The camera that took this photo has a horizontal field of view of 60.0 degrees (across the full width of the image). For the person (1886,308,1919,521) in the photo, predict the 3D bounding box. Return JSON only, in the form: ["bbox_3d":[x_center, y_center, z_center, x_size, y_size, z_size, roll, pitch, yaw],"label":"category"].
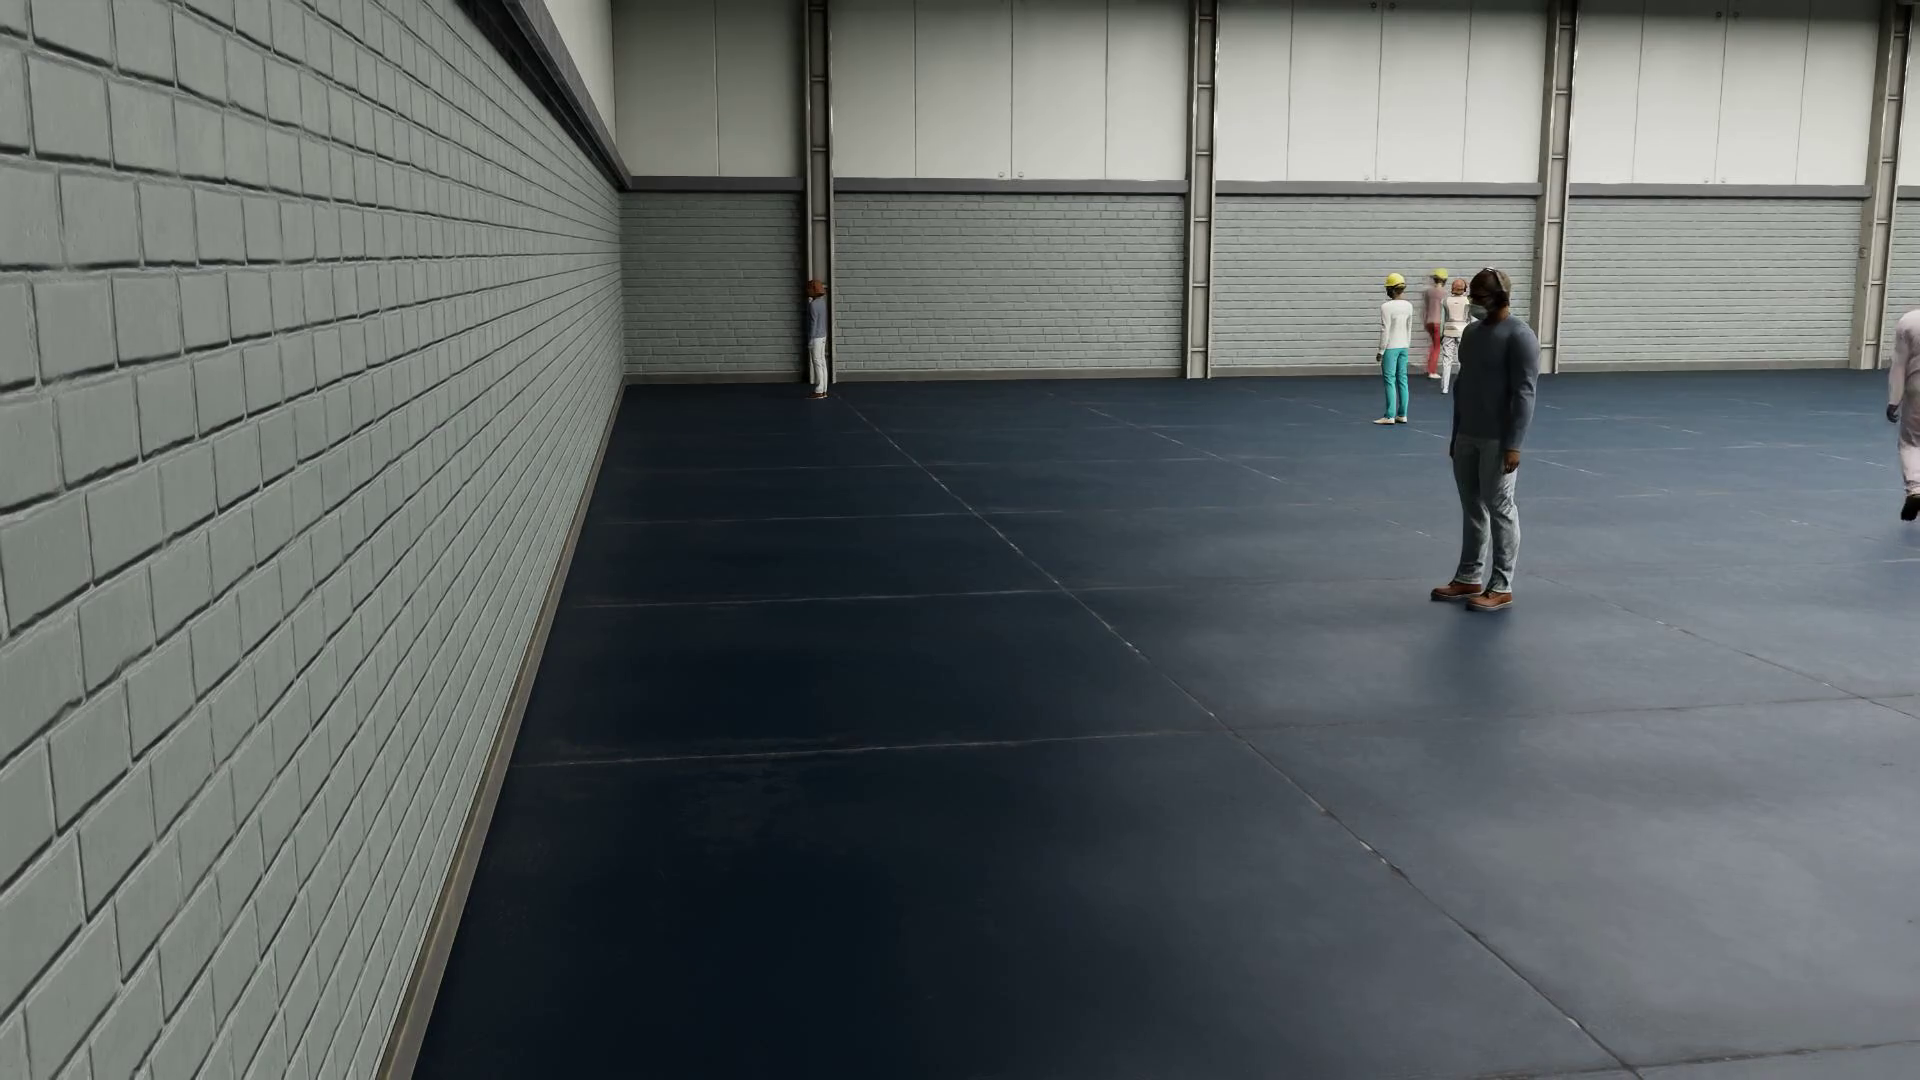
[{"bbox_3d":[7.192,-1.033,12.220,0.665,1.888,0.433,5,11,26],"label":"person"}]

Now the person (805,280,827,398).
[{"bbox_3d":[-1.990,-2.768,22.953,0.279,1.633,0.500,2,10,11],"label":"person"}]

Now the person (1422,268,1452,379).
[{"bbox_3d":[7.650,-3.437,26.457,0.516,1.753,0.533,-5,11,-27],"label":"person"}]

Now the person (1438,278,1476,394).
[{"bbox_3d":[7.025,-2.868,23.510,0.522,1.640,0.306,5,11,27],"label":"person"}]

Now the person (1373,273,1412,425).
[{"bbox_3d":[5.066,-2.230,19.474,0.534,1.767,0.320,-7,12,-37],"label":"person"}]

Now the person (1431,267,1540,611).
[{"bbox_3d":[2.987,-0.568,9.422,0.372,1.934,0.627,-3,10,-18],"label":"person"}]
